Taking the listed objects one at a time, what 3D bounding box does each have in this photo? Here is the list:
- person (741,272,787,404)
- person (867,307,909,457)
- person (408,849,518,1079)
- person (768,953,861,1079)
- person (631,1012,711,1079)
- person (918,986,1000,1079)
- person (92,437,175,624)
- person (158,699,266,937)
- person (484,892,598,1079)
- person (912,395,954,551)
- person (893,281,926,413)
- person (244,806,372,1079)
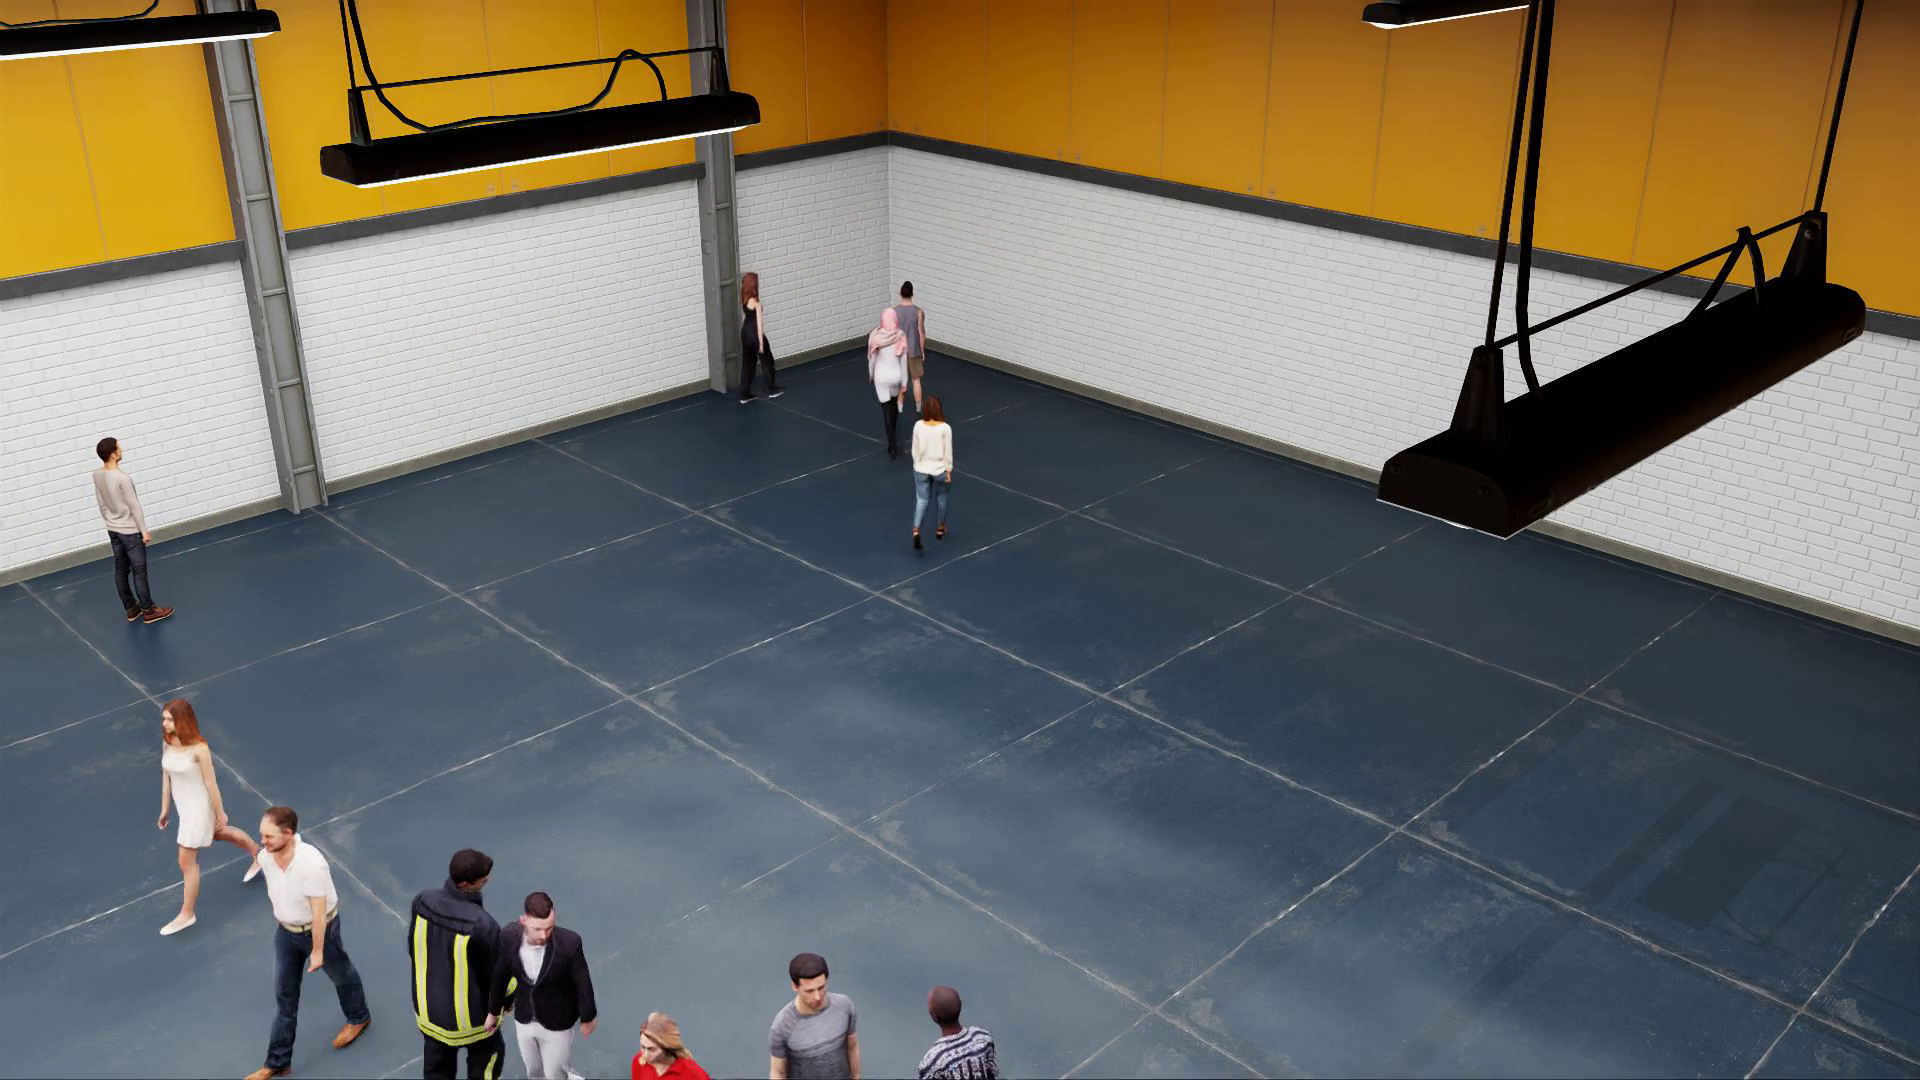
[{"bbox_3d":[-2.787,-2.627,21.799,0.605,1.728,0.857,20,31,39],"label":"person"},{"bbox_3d":[-0.855,-1.869,20.037,1.180,1.750,1.125,-4,24,-10],"label":"person"},{"bbox_3d":[-2.892,2.626,9.588,0.941,1.883,0.918,2,24,3],"label":"person"},{"bbox_3d":[-0.746,2.960,8.851,0.634,1.862,0.794,-11,26,-24],"label":"person"},{"bbox_3d":[-1.434,3.122,8.732,0.844,1.660,1.139,11,26,24],"label":"person"},{"bbox_3d":[0.089,3.174,8.555,1.286,1.707,0.871,-15,28,-30],"label":"person"},{"bbox_3d":[-7.956,-0.099,15.841,0.735,1.867,0.698,10,25,21],"label":"person"},{"bbox_3d":[-5.274,1.836,11.667,0.727,1.666,1.238,14,27,29],"label":"person"},{"bbox_3d":[-2.314,2.693,9.524,0.907,1.812,0.912,10,26,22],"label":"person"},{"bbox_3d":[-0.319,-0.685,17.444,0.896,1.657,1.109,8,25,18],"label":"person"},{"bbox_3d":[-0.685,-2.449,21.557,0.714,1.847,0.789,0,24,-1],"label":"person"},{"bbox_3d":[-3.920,2.373,10.248,0.949,1.817,1.219,10,25,21],"label":"person"}]
